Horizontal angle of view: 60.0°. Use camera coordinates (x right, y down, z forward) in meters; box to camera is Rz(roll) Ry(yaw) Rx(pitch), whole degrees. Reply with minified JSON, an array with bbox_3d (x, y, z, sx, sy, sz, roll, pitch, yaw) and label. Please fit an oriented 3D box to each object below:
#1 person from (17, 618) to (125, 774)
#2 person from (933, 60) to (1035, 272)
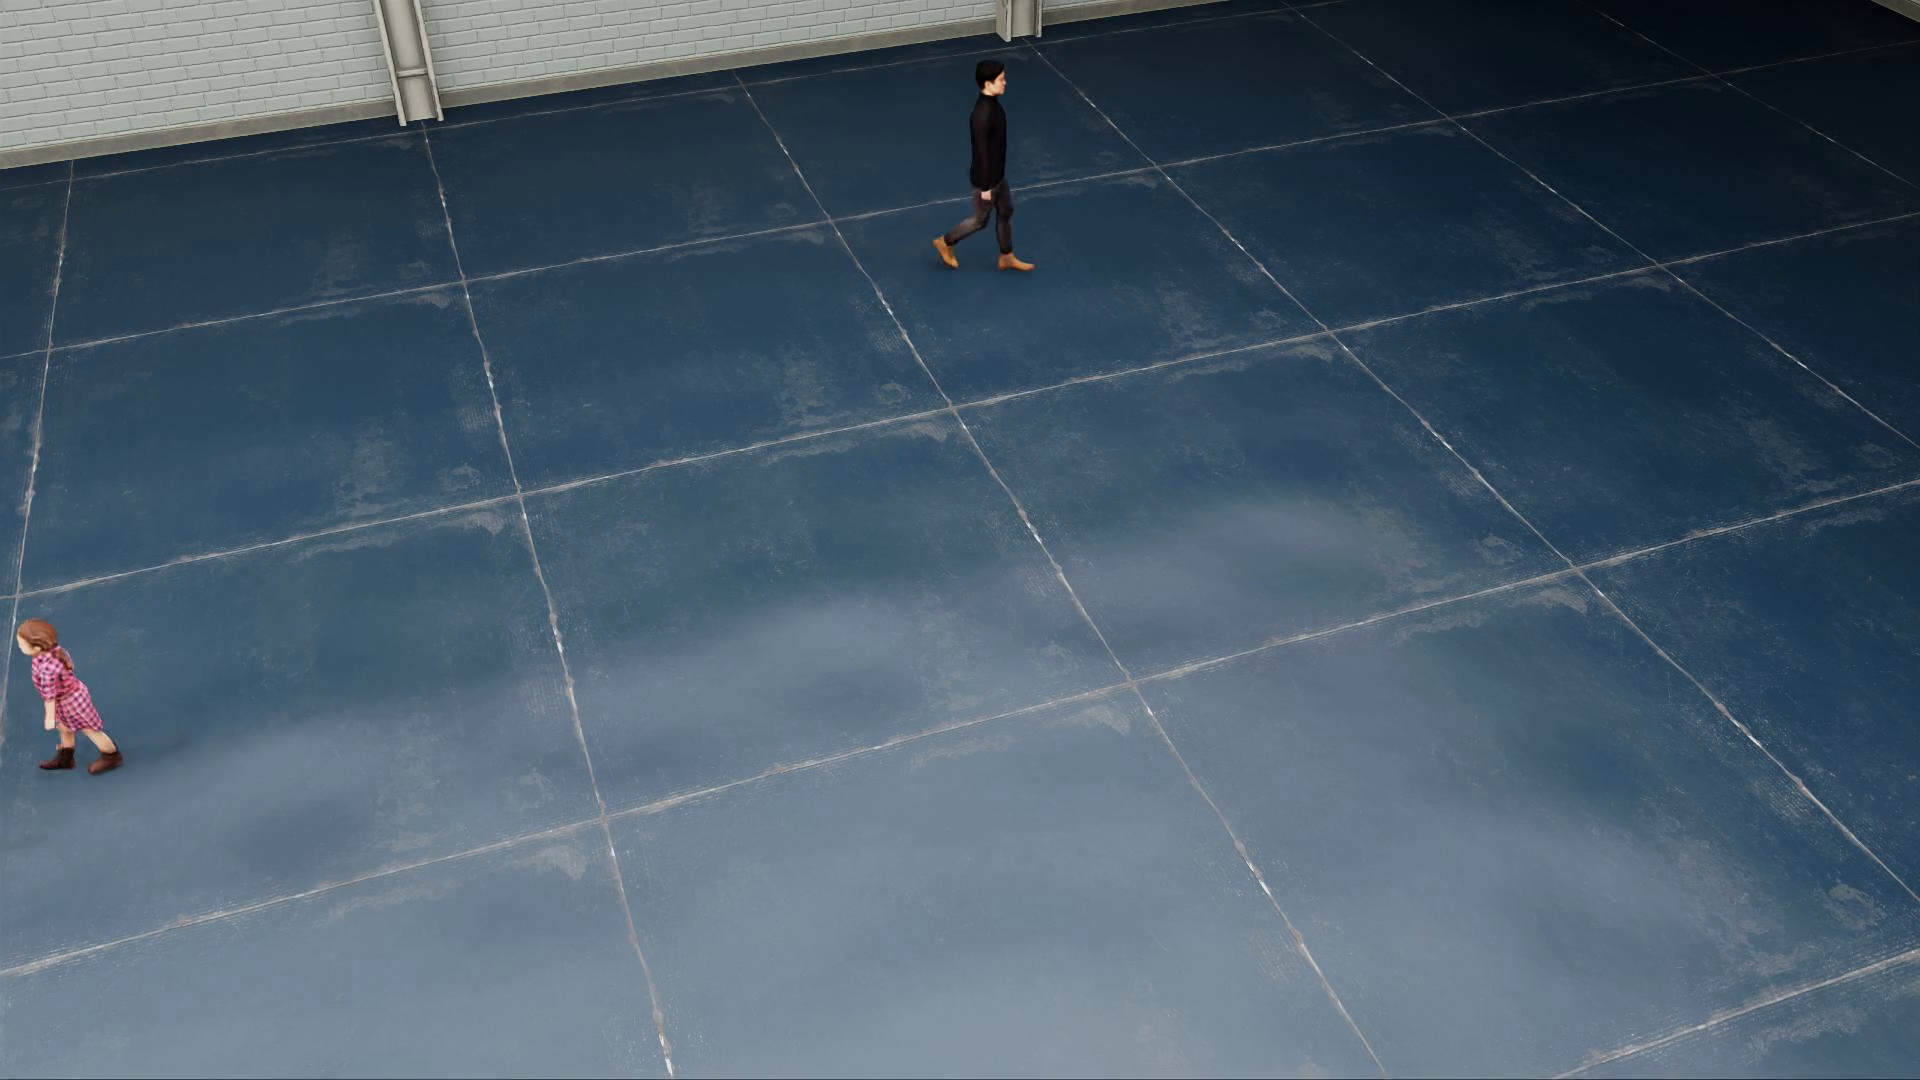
[{"bbox_3d":[-4.570,0.814,8.602,0.616,1.008,0.437,-15,40,-18],"label":"person"},{"bbox_3d":[0.156,-2.808,12.669,1.135,1.703,0.998,9,39,11],"label":"person"}]
